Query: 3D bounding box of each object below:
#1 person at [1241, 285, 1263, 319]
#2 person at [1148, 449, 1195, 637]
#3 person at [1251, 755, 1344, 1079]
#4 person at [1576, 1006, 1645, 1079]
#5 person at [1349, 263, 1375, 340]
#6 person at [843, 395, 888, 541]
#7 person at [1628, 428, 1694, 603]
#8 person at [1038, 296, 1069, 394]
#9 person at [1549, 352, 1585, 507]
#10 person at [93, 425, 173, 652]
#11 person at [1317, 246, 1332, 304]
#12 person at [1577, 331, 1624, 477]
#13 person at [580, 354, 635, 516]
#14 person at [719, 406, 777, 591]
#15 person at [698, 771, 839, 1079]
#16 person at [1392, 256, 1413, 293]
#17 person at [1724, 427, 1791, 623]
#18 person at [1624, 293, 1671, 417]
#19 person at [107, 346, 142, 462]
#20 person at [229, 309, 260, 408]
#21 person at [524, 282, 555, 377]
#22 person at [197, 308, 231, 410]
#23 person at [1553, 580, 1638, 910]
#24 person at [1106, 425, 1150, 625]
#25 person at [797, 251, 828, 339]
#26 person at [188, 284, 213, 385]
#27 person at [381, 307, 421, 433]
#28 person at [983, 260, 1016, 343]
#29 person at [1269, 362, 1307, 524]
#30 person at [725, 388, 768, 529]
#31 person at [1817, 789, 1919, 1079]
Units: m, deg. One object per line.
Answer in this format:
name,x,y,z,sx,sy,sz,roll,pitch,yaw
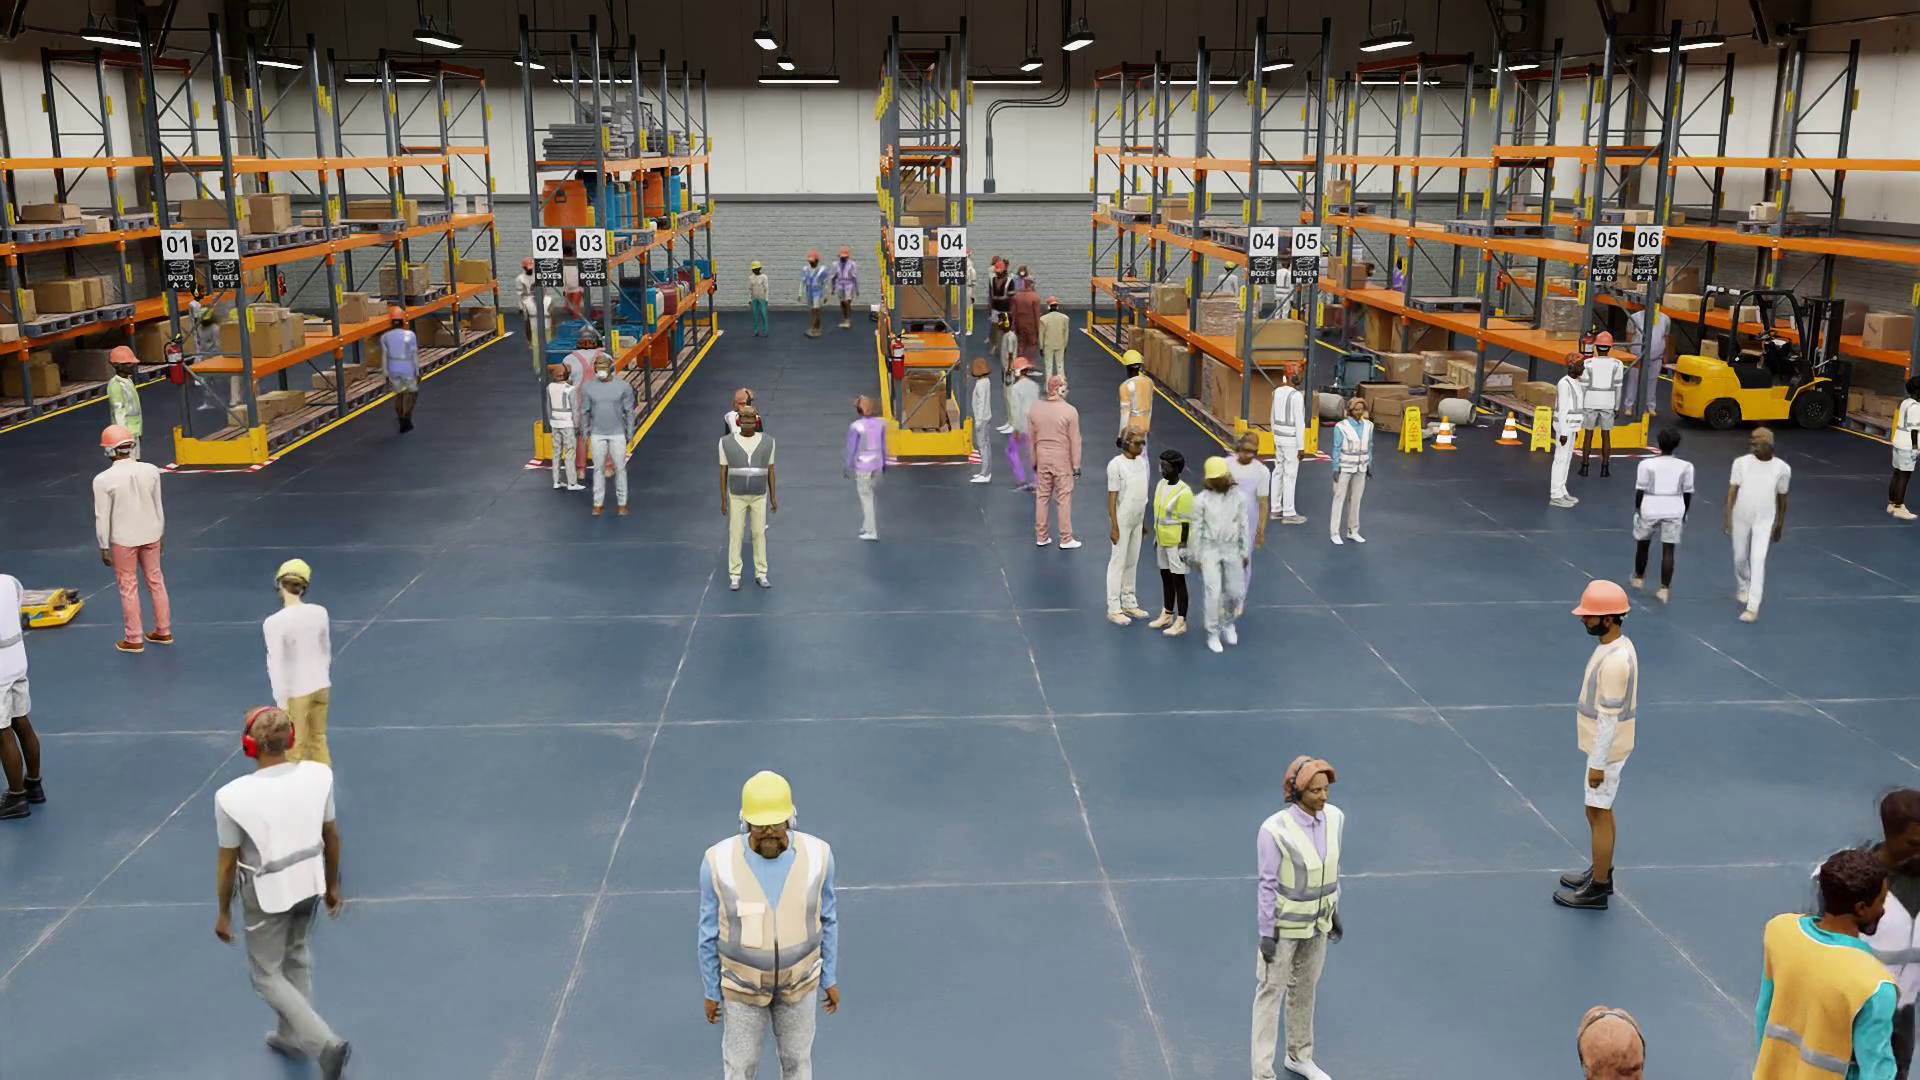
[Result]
person,6.400,-5.067,36.603,0.498,1.633,0.282,2,13,7
person,1.908,0.017,14.951,0.319,1.694,0.533,-6,14,-23
person,1.550,1.769,7.628,0.512,1.642,0.312,-9,16,-34
person,2.076,2.296,5.406,0.512,1.638,0.312,-1,13,-6
person,9.081,-5.312,37.294,0.958,1.805,0.633,6,15,25
person,-1.087,-0.812,18.585,0.560,1.619,0.537,13,18,43
person,6.823,-0.267,16.204,0.552,1.655,0.815,3,14,11
person,1.653,-3.454,29.563,0.550,1.734,0.383,-3,14,-12
person,7.439,-1.352,20.334,0.350,1.882,0.583,8,16,31
person,-7.210,-0.018,14.474,0.402,1.986,0.605,9,16,33
person,9.428,-6.690,43.056,0.603,1.830,0.404,0,13,0
person,8.496,-1.801,22.116,0.545,1.939,0.354,3,14,14
person,-4.182,-1.245,19.762,0.635,1.937,0.353,-1,13,-3
person,-2.101,-0.425,16.503,0.563,1.838,0.390,-4,14,-17
person,-0.789,1.832,6.949,0.589,1.834,0.403,-4,14,-15
person,10.307,-5.720,38.953,0.429,1.837,0.625,-6,15,-24
person,7.475,-0.186,15.621,0.498,1.777,0.959,10,17,37
person,11.187,-3.020,27.061,0.679,2.000,0.537,2,13,9
person,-9.801,-1.274,19.657,0.372,2.042,0.615,-4,14,-15
person,-11.890,-2.960,27.510,0.542,1.717,0.923,-1,13,-4
person,-8.066,-4.084,32.080,0.585,1.810,0.830,0,13,-1
person,-12.502,-3.055,27.891,0.504,1.715,0.588,6,14,22
person,3.661,1.171,9.559,0.391,1.927,0.546,5,14,20
person,1.555,-0.148,15.316,0.345,1.846,0.508,12,18,40
person,-3.381,-5.608,38.131,0.610,1.982,1.058,5,14,21
person,-14.062,-3.793,30.741,0.329,1.859,0.511,-5,14,-20
person,-8.566,-2.601,25.535,0.565,1.922,0.413,0,13,2
person,0.875,-5.324,37.230,0.758,1.879,0.511,-1,13,-3
person,3.840,-1.134,19.407,0.346,1.882,0.584,-5,14,-22
person,-2.449,-0.912,18.992,0.511,1.641,0.307,7,15,26
person,3.664,1.845,6.787,0.583,1.889,0.734,-3,14,-14
